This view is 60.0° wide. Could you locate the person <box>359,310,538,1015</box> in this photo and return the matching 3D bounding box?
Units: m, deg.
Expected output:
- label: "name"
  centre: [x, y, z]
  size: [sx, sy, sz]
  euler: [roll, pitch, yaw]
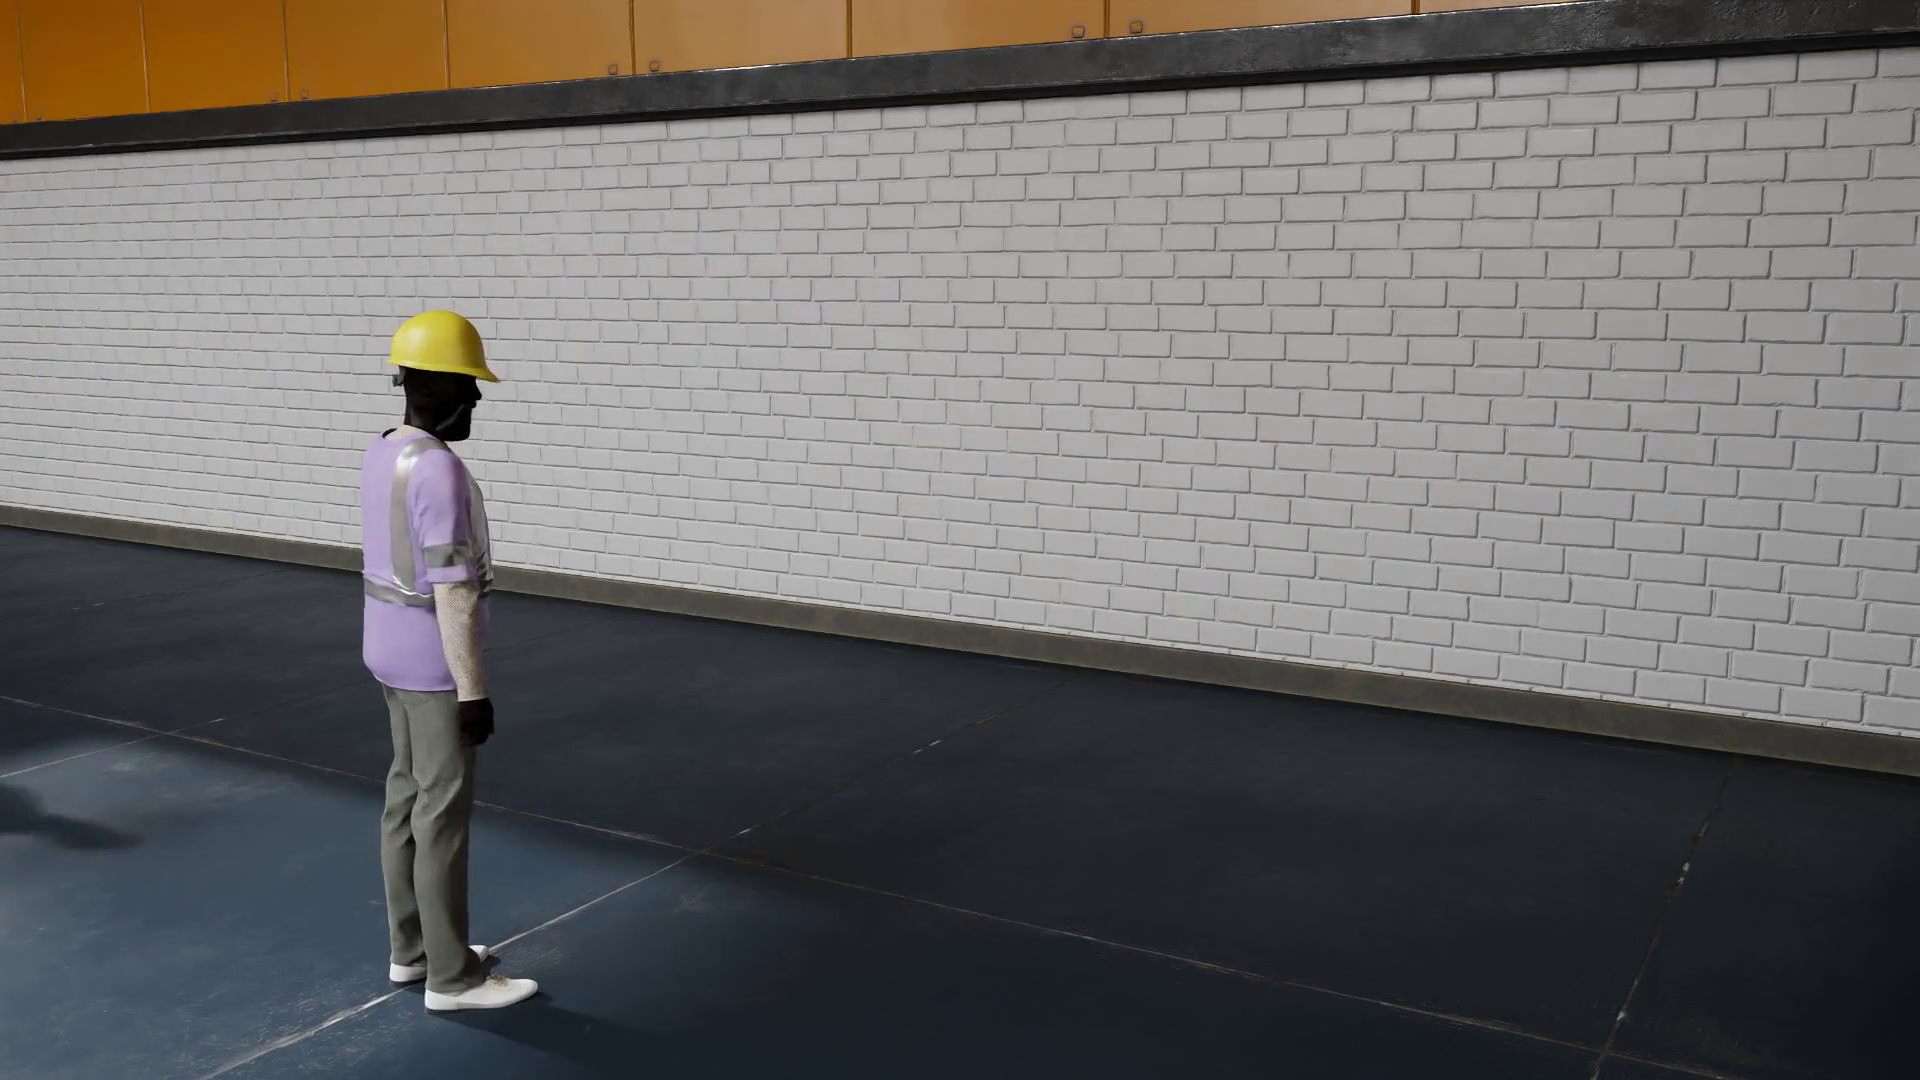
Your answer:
- label: "person"
  centre: [-1.441, 0.336, 4.599]
  size: [0.383, 1.921, 0.586]
  euler: [-6, 11, -35]
